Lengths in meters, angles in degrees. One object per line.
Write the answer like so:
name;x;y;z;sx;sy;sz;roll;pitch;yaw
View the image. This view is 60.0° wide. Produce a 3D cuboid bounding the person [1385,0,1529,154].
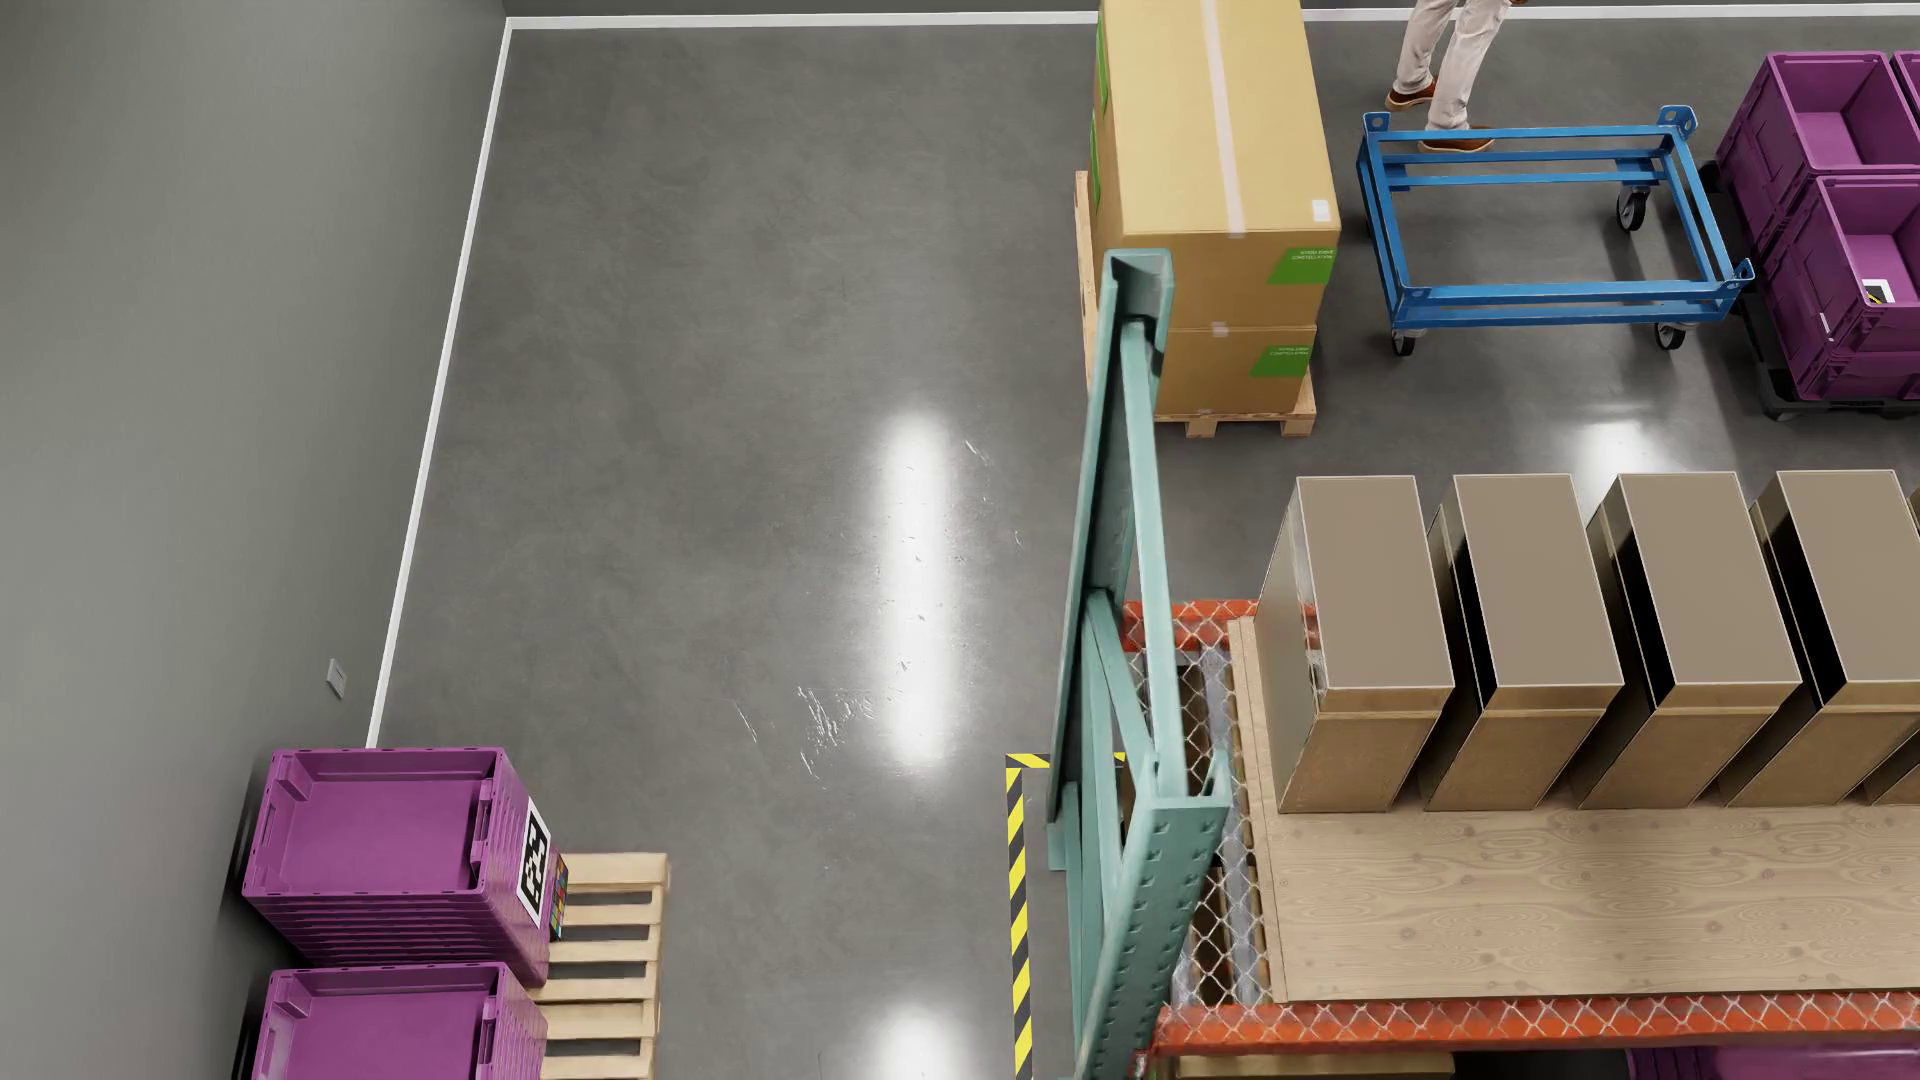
person;1.976;-2.279;6.068;0.396;1.992;0.623;-15;59;-9
